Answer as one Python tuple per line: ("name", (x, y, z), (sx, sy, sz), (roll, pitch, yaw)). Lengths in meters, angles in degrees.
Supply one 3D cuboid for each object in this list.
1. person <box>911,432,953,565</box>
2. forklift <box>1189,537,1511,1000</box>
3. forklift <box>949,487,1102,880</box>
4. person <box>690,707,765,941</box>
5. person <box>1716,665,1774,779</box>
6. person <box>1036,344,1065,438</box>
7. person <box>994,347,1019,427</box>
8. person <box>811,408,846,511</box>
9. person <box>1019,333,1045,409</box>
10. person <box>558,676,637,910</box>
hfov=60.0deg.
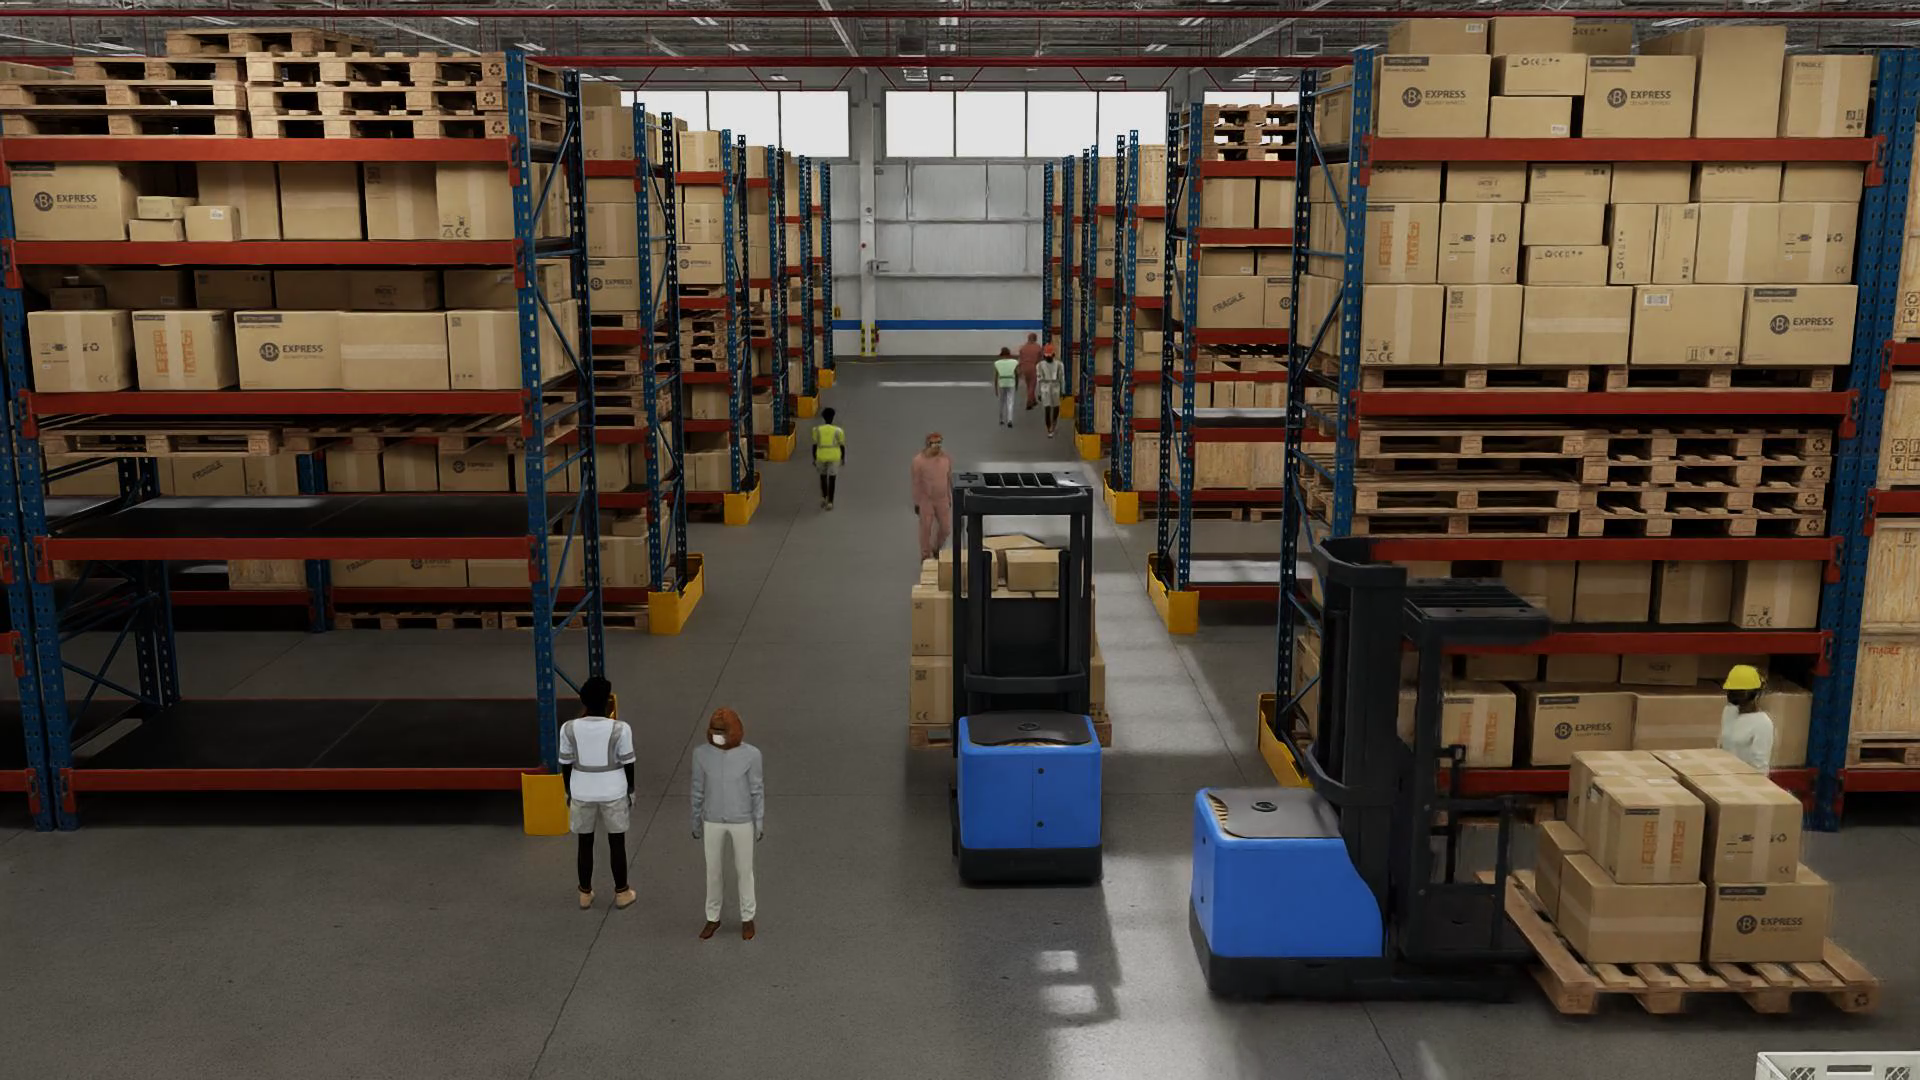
("person", (-0.366, -0.550, 22.907), (0.652, 1.891, 0.460), (-5, 12, -24))
("forklift", (2.499, 1.421, 10.659), (1.873, 2.768, 1.129), (0, 11, -1))
("forklift", (0.495, 0.986, 12.813), (1.129, 2.768, 1.873), (0, 11, -2))
("person", (-1.575, 1.920, 11.287), (0.509, 1.632, 0.269), (1, 11, 3))
("person", (5.591, 1.741, 11.878), (0.425, 1.750, 0.540), (-2, 12, -8))
("person", (1.942, -3.191, 35.654), (0.633, 2.020, 0.493), (0, 11, 2))
("person", (1.047, -3.457, 37.531), (0.574, 1.803, 0.960), (-1, 11, -3))
("person", (-2.139, -1.352, 27.397), (0.556, 1.663, 0.792), (1, 11, 6))
("person", (1.783, -4.162, 40.875), (0.657, 1.865, 0.983), (5, 13, 24))
("person", (-2.548, 1.791, 11.768), (0.541, 1.695, 0.316), (0, 11, 1))
